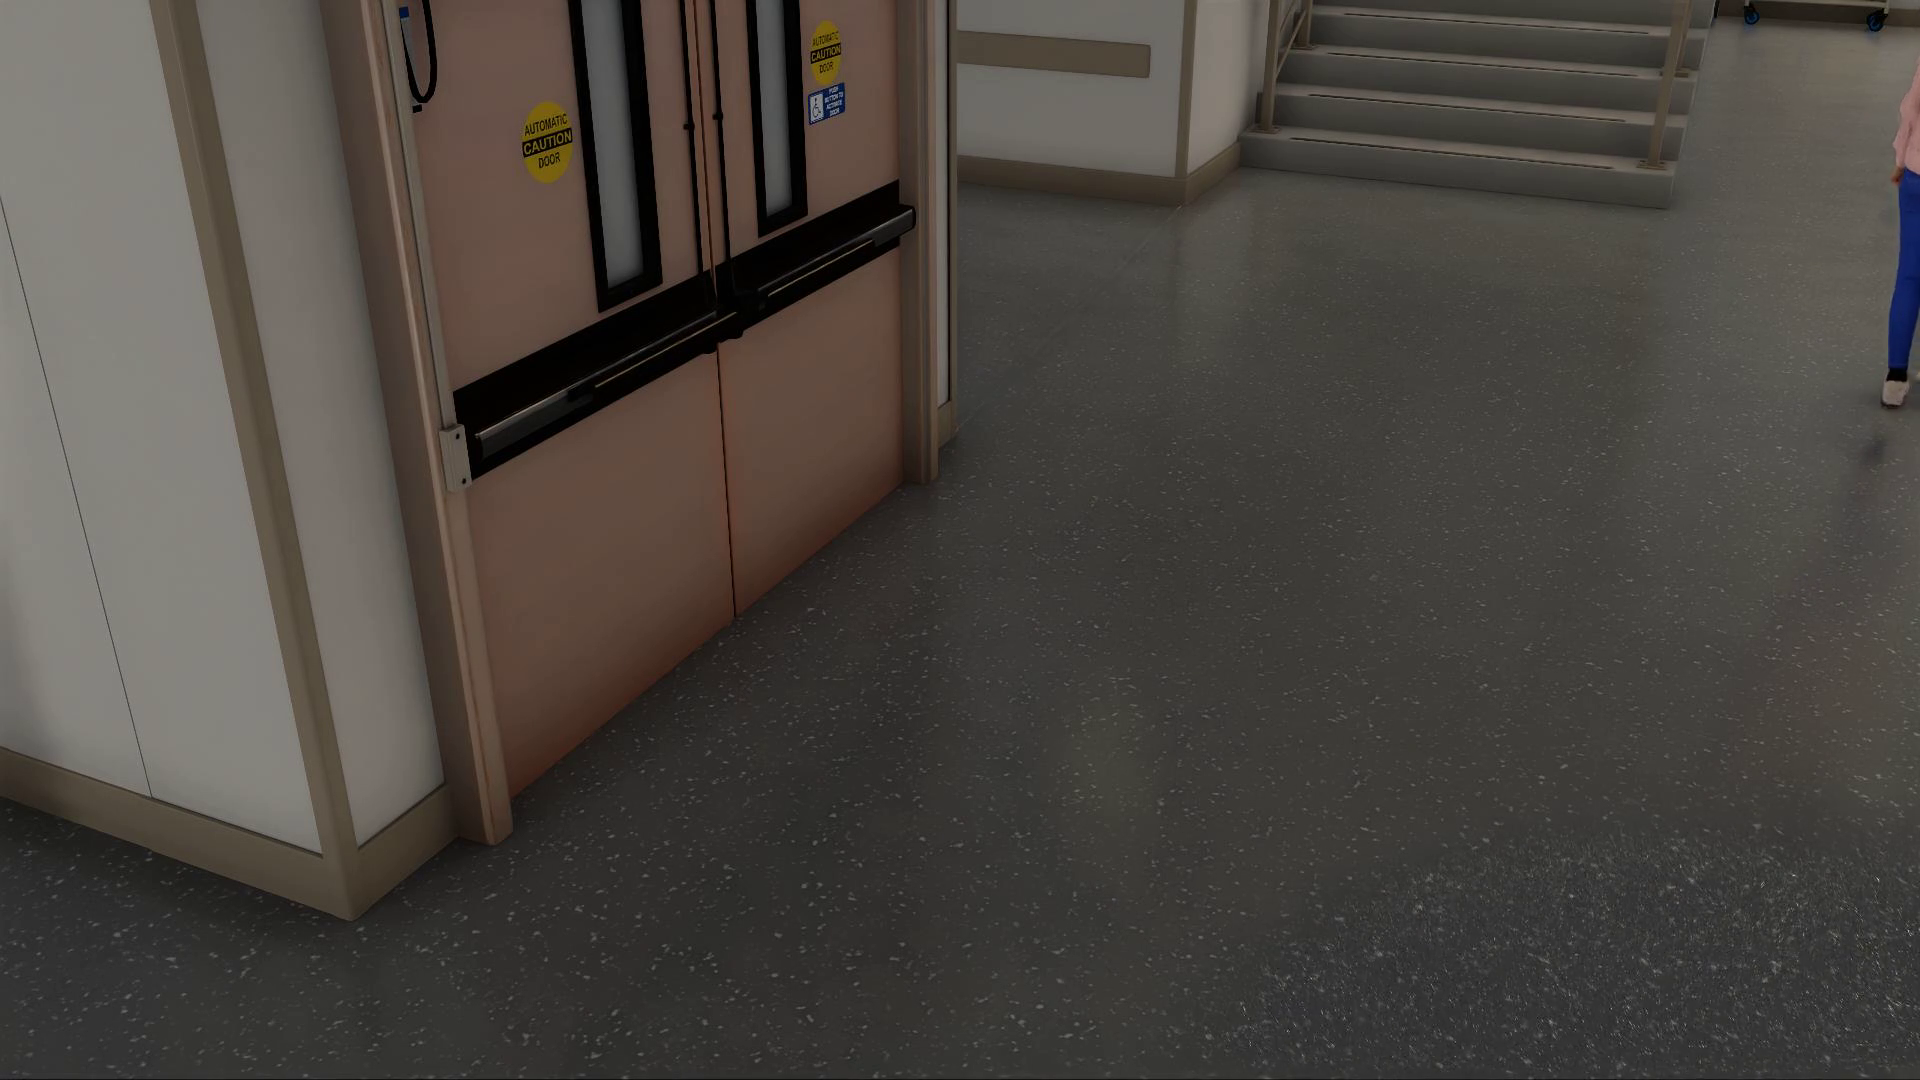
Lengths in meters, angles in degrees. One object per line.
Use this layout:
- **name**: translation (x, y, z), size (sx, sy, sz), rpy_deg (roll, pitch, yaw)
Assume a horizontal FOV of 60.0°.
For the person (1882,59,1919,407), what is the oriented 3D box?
- **person**: translation (3.871, -1.369, 6.526), size (0.710, 1.752, 0.795), rpy_deg (17, 31, 31)
